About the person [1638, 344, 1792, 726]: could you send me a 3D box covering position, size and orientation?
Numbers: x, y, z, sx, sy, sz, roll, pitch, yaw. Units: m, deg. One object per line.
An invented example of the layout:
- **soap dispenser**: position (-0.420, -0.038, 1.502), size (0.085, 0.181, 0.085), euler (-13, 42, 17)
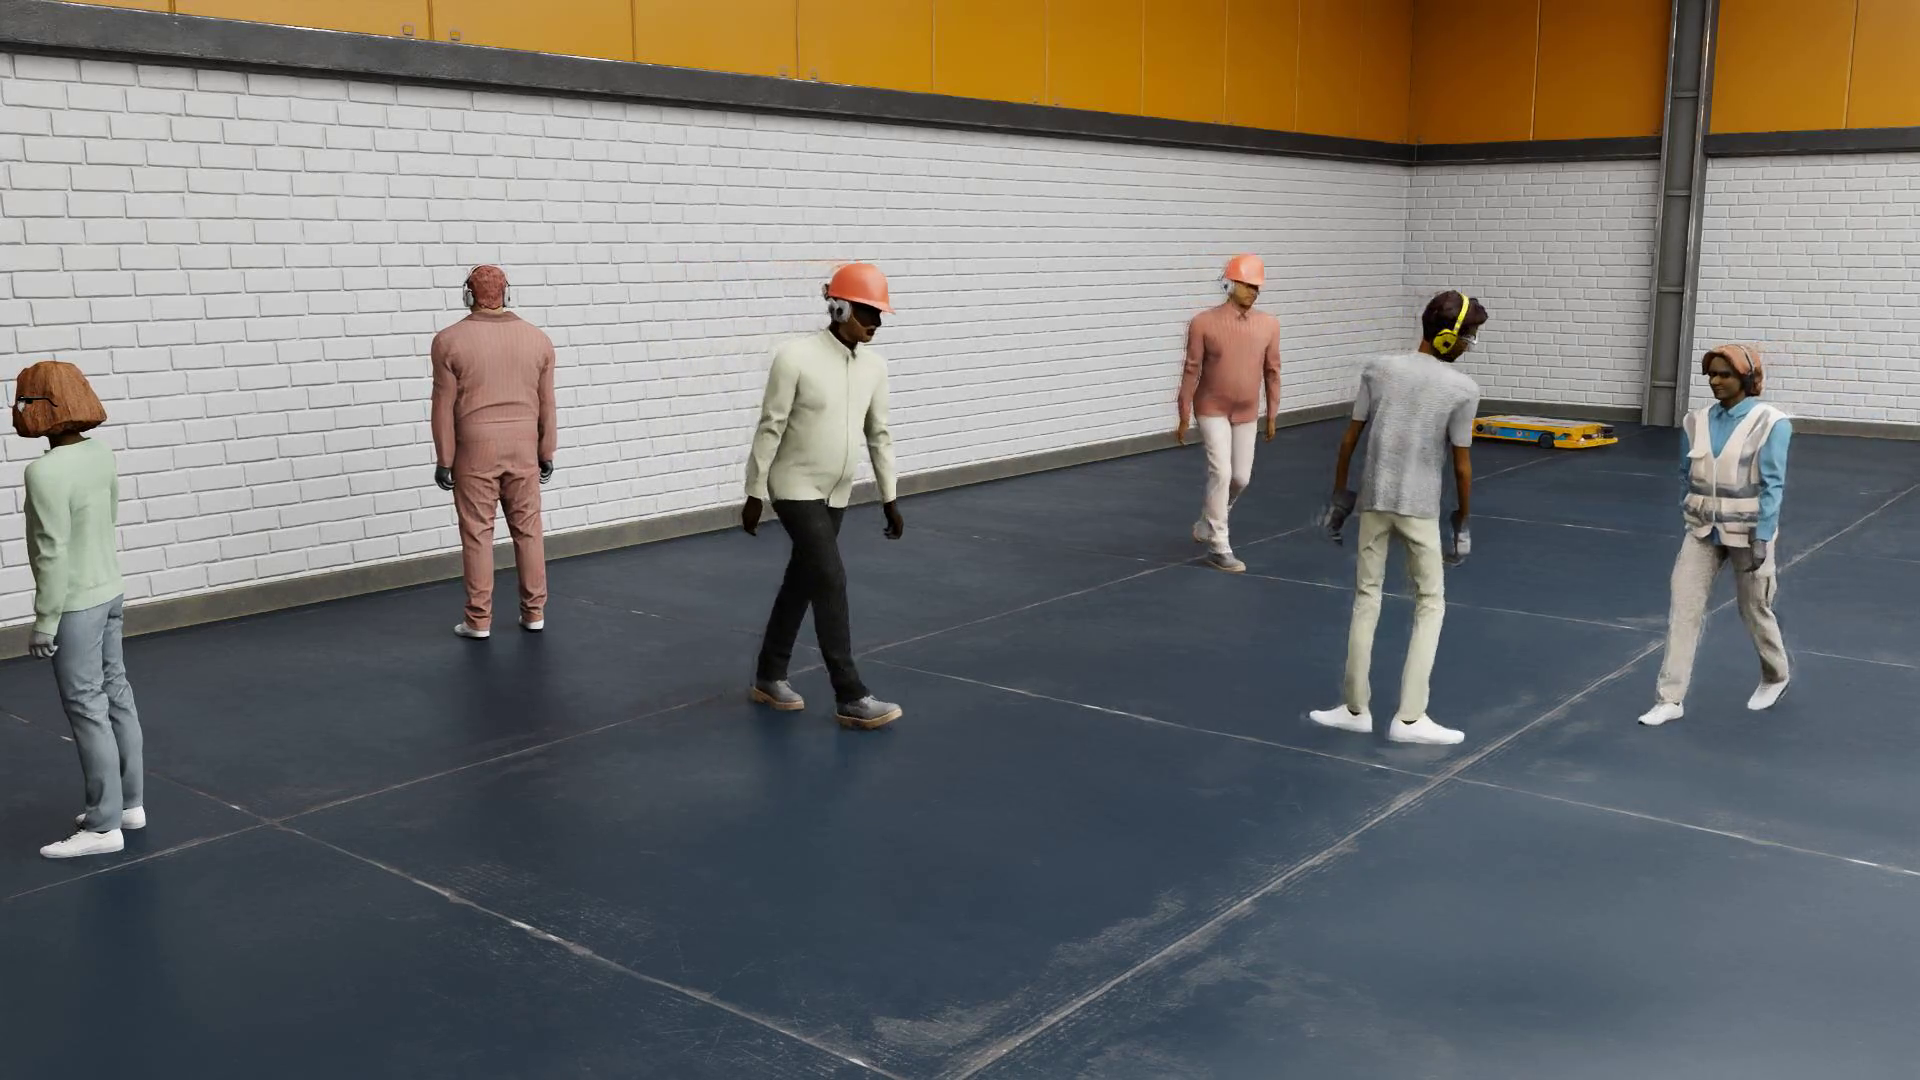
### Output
- **person**: position (3.263, -0.027, 7.003), size (0.795, 1.601, 0.513), euler (-7, 12, -33)

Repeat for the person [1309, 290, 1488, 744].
- **person**: position (1.745, -0.093, 6.770), size (0.675, 1.831, 0.325), euler (6, 12, 31)

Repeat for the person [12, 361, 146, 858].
- **person**: position (-2.920, 0.227, 5.502), size (0.286, 1.633, 0.499), euler (-1, 10, -6)

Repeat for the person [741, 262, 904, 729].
- **person**: position (-0.543, -0.187, 6.988), size (0.949, 1.919, 0.630), euler (7, 13, 35)

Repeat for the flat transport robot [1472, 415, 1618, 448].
- **flat transport robot**: position (5.727, -1.092, 16.587), size (0.652, 0.197, 1.431), euler (-9, 13, -40)

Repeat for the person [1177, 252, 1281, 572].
- **person**: position (1.653, -0.816, 10.398), size (0.663, 1.957, 0.770), euler (-3, 11, -15)

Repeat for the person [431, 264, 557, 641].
- **person**: position (-2.378, -0.445, 8.499), size (0.640, 1.902, 0.402), euler (-7, 13, -36)
